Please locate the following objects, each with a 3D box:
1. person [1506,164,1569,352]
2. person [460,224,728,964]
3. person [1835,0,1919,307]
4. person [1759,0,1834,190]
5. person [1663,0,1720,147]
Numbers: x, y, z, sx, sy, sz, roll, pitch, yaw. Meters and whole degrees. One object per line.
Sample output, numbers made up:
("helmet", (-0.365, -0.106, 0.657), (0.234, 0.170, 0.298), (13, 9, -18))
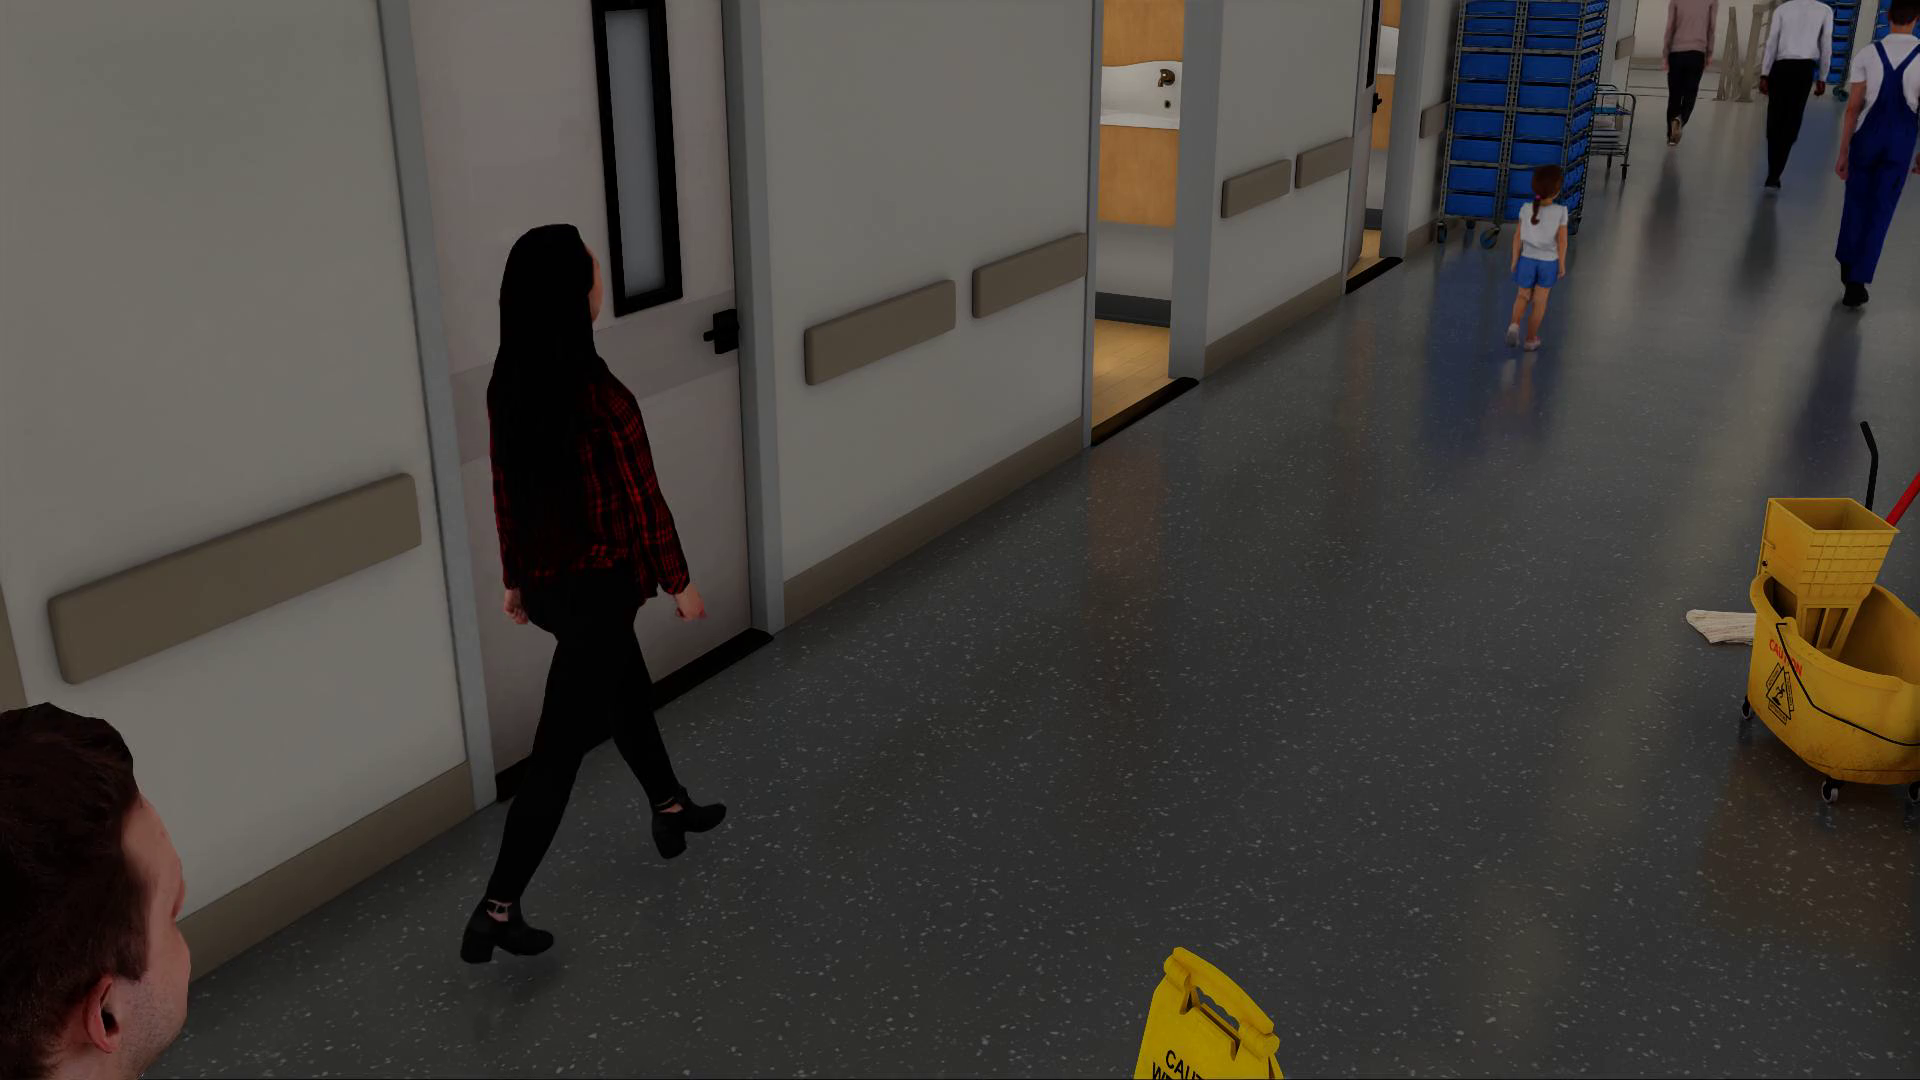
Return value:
("person", (3.100, -1.505, 8.951), (0.438, 1.012, 0.559), (13, 24, 31))
("person", (-0.890, 0.179, 3.658), (0.717, 1.612, 1.106), (16, 26, 36))
("person", (5.485, -2.294, 9.916), (0.707, 1.805, 1.183), (14, 25, 32))
("person", (6.991, -3.828, 14.002), (0.664, 1.779, 1.246), (12, 24, 29))
("person", (7.249, -4.809, 16.575), (0.663, 1.790, 1.071), (9, 23, 23))
